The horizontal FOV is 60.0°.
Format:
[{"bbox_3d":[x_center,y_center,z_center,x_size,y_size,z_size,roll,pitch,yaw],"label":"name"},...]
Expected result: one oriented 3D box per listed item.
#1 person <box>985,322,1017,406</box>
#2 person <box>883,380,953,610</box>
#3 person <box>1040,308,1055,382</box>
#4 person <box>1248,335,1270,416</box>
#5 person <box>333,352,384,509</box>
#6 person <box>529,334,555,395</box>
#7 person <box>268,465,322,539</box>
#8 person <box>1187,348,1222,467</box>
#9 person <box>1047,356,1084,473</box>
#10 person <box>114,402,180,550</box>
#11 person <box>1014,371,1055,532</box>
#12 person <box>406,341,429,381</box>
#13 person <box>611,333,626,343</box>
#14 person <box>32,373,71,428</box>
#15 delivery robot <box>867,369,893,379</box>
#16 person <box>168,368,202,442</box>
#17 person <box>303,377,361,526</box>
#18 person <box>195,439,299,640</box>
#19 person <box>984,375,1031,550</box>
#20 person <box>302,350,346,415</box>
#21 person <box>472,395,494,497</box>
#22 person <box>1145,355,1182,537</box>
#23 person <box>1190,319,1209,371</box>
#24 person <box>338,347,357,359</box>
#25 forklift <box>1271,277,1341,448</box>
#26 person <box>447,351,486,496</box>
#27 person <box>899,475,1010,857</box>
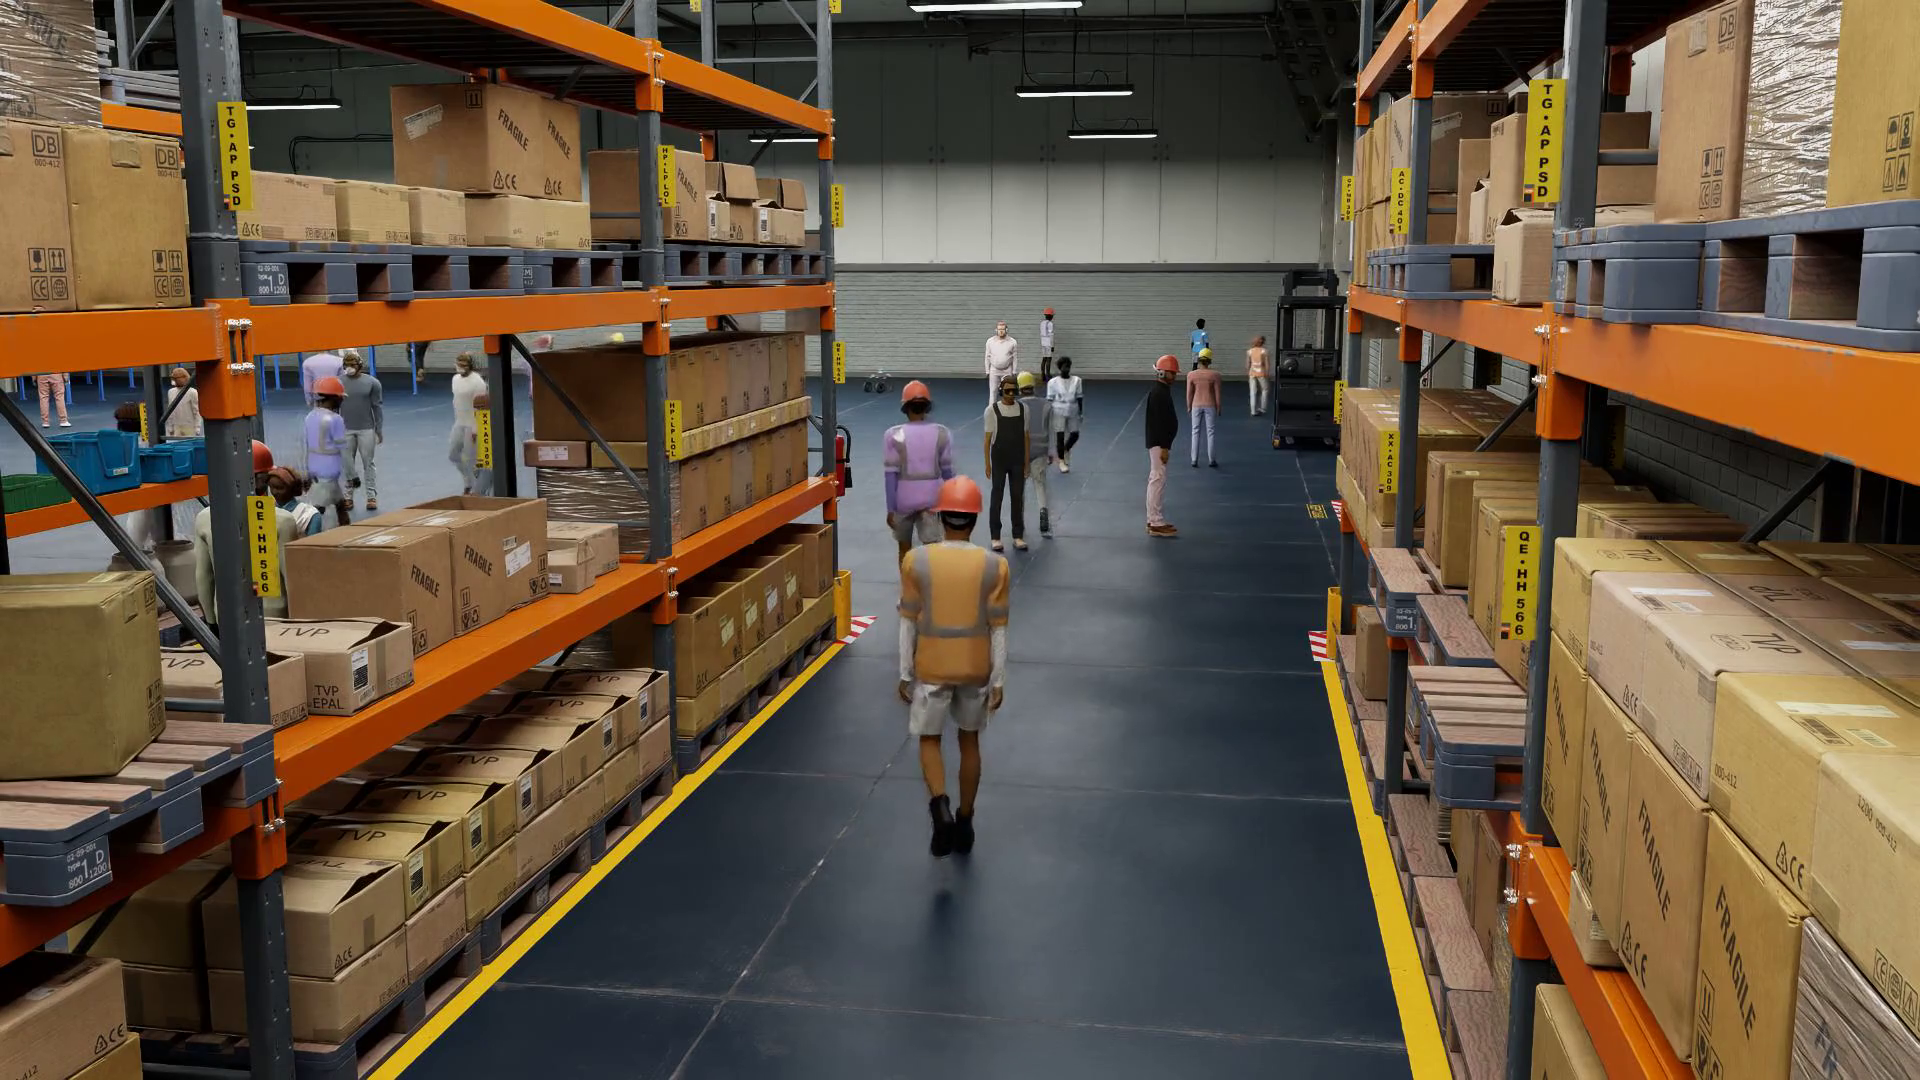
[{"bbox_3d":[0.808,-3.310,32.640,0.639,1.910,0.407,0,9,1],"label":"person"},{"bbox_3d":[-0.330,-0.331,13.980,0.616,2.013,0.916,-3,10,-18],"label":"person"},{"bbox_3d":[2.347,-5.180,44.081,0.358,1.936,0.552,-5,10,-27],"label":"person"},{"bbox_3d":[6.067,-3.319,33.544,0.540,1.620,0.560,8,12,40],"label":"person"},{"bbox_3d":[-7.409,-1.345,20.428,0.635,1.936,0.353,-2,9,-10],"label":"person"},{"bbox_3d":[-6.811,-2.432,27.283,0.663,1.888,0.493,6,11,31],"label":"person"},{"bbox_3d":[-4.476,0.315,11.119,0.513,1.637,0.309,2,9,12],"label":"person"},{"bbox_3d":[3.647,-1.976,24.849,0.524,1.769,0.316,3,10,16],"label":"person"},{"bbox_3d":[1.522,-1.842,24.255,0.550,1.683,0.475,-2,9,-13],"label":"person"},{"bbox_3d":[-7.149,-0.344,14.745,0.901,1.794,0.680,-6,11,-31],"label":"person"},{"bbox_3d":[0.788,-0.990,18.651,0.598,1.806,0.769,-1,9,-9],"label":"person"},{"bbox_3d":[-14.385,-5.215,44.110,0.636,2.000,0.694,9,13,43],"label":"person"},{"bbox_3d":[-6.785,-3.162,32.301,0.856,1.728,0.535,-3,10,-20],"label":"person"},{"bbox_3d":[-16.994,-3.053,31.056,0.639,1.910,0.407,-3,10,-17],"label":"person"},{"bbox_3d":[-1.928,-4.012,40.177,0.335,0.223,0.698,8,12,42],"label":"delivery robot"},{"bbox_3d":[-10.358,-1.485,22.231,0.501,1.632,0.287,3,10,17],"label":"person"},{"bbox_3d":[-6.259,-0.673,16.500,0.536,1.877,1.038,9,13,44],"label":"person"},{"bbox_3d":[-3.918,0.434,9.277,0.624,1.993,0.385,1,9,8],"label":"person"},{"bbox_3d":[0.498,-0.815,17.473,0.505,1.841,0.331,-3,10,-19],"label":"person"},{"bbox_3d":[-9.852,-2.197,25.877,0.638,1.887,1.038,-2,9,-11],"label":"person"},{"bbox_3d":[-5.113,-0.773,17.982,0.866,1.581,0.529,-3,10,-17],"label":"person"},{"bbox_3d":[2.254,-1.054,18.483,0.392,1.988,0.609,1,9,3],"label":"person"},{"bbox_3d":[6.138,-4.807,42.522,0.536,1.697,0.318,7,12,39],"label":"person"},{"bbox_3d":[-11.877,-3.343,32.428,0.388,2.041,0.615,-7,12,-37],"label":"person"},{"bbox_3d":[5.847,-3.016,27.970,1.129,2.768,1.873,1,9,9],"label":"forklift"},{"bbox_3d":[-6.186,-1.411,20.897,0.660,1.917,0.449,8,12,40],"label":"person"},{"bbox_3d":[-0.025,0.643,8.228,0.556,1.919,0.649,-1,9,-3],"label":"person"}]
